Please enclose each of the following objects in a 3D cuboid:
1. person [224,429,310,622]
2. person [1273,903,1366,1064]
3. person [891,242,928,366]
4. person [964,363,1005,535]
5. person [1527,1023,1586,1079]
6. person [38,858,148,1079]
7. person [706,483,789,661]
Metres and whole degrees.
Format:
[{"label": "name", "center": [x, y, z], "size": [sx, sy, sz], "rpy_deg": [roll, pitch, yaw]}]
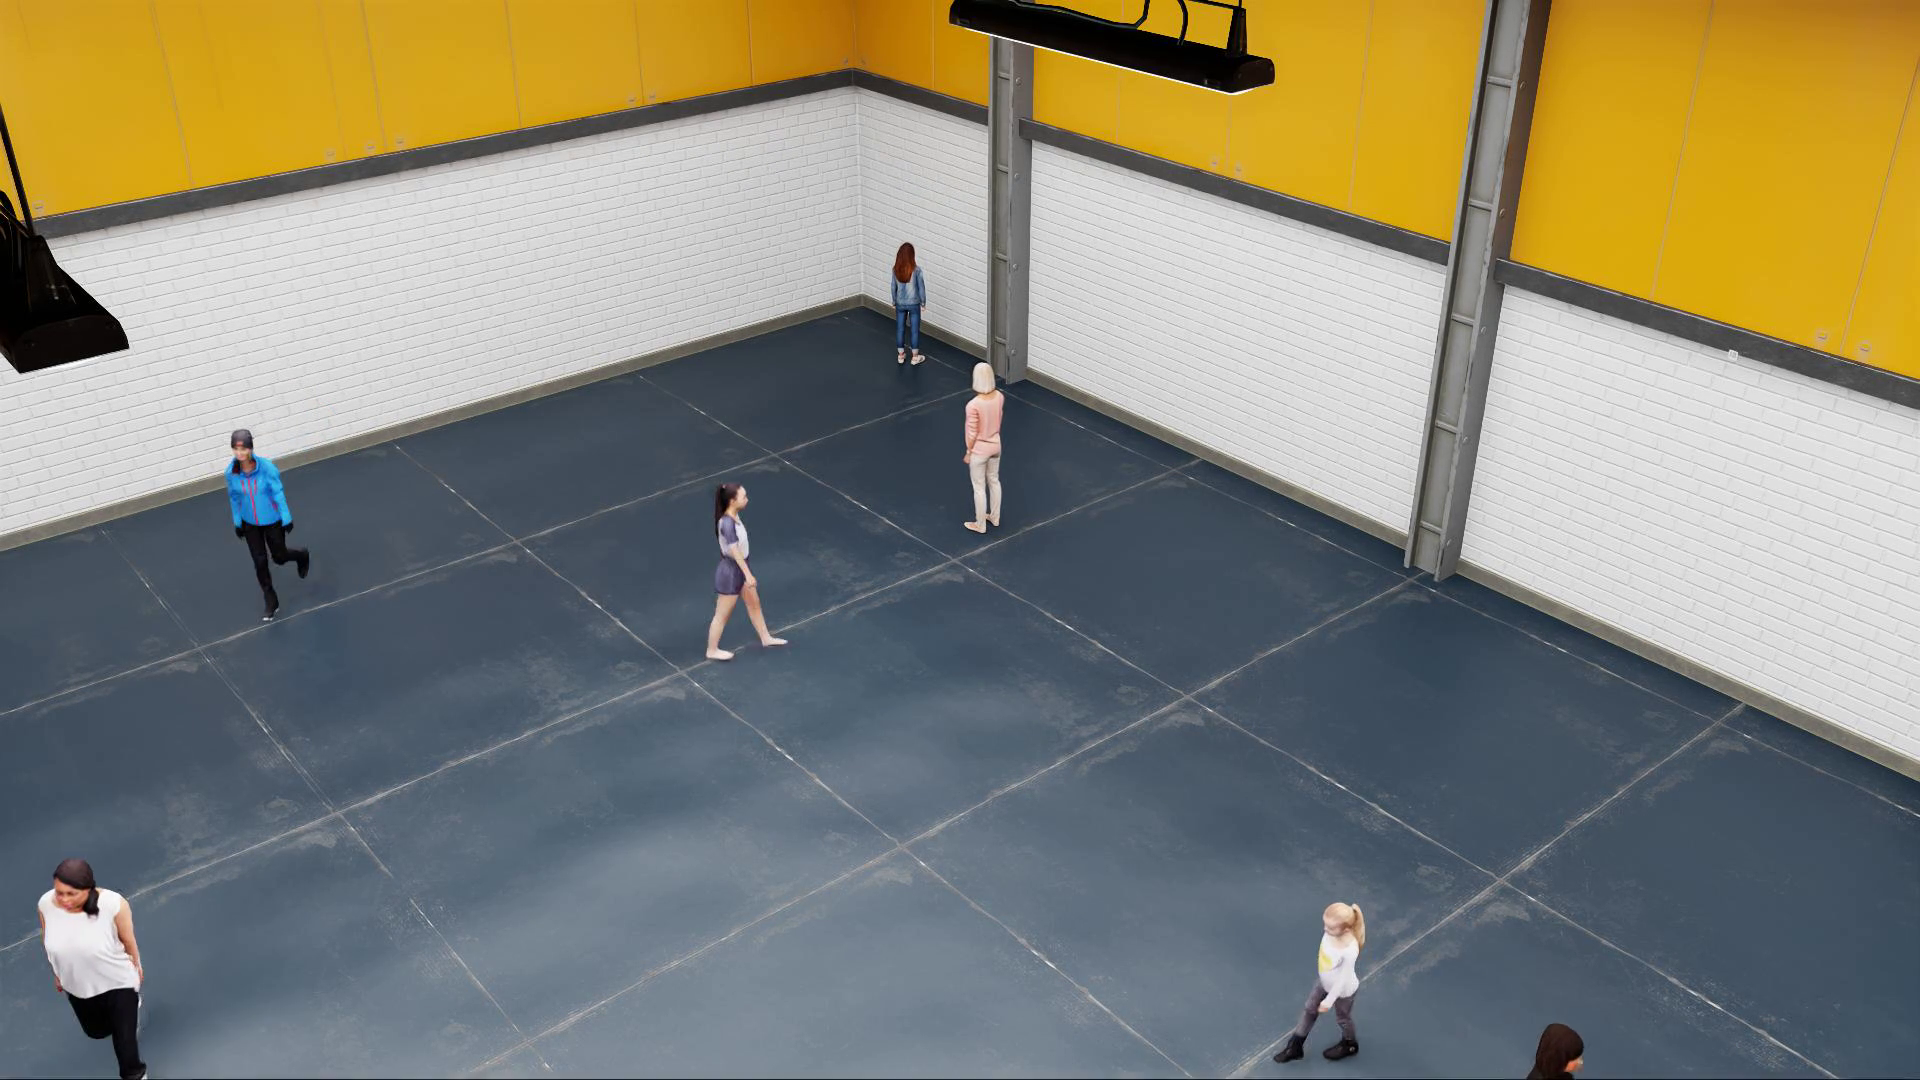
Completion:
[{"label": "person", "center": [-6.056, -0.196, 14.568], "size": [1.027, 1.776, 1.095], "rpy_deg": [3, 29, 6]}, {"label": "person", "center": [2.303, 2.645, 9.909], "size": [0.717, 1.250, 0.799], "rpy_deg": [-9, 30, -16]}, {"label": "person", "center": [-0.618, -2.797, 19.650], "size": [0.597, 1.476, 0.705], "rpy_deg": [9, 30, 16]}, {"label": "person", "center": [0.234, -0.886, 15.887], "size": [0.607, 1.725, 0.530], "rpy_deg": [-24, 37, -37]}, {"label": "person", "center": [2.929, 3.100, 8.695], "size": [1.117, 1.613, 0.769], "rpy_deg": [17, 33, 29]}, {"label": "person", "center": [-5.016, 2.510, 9.720], "size": [0.935, 1.667, 1.009], "rpy_deg": [0, 29, 0]}, {"label": "person", "center": [-1.991, 0.290, 13.840], "size": [1.002, 1.621, 0.957], "rpy_deg": [2, 29, 3]}]
